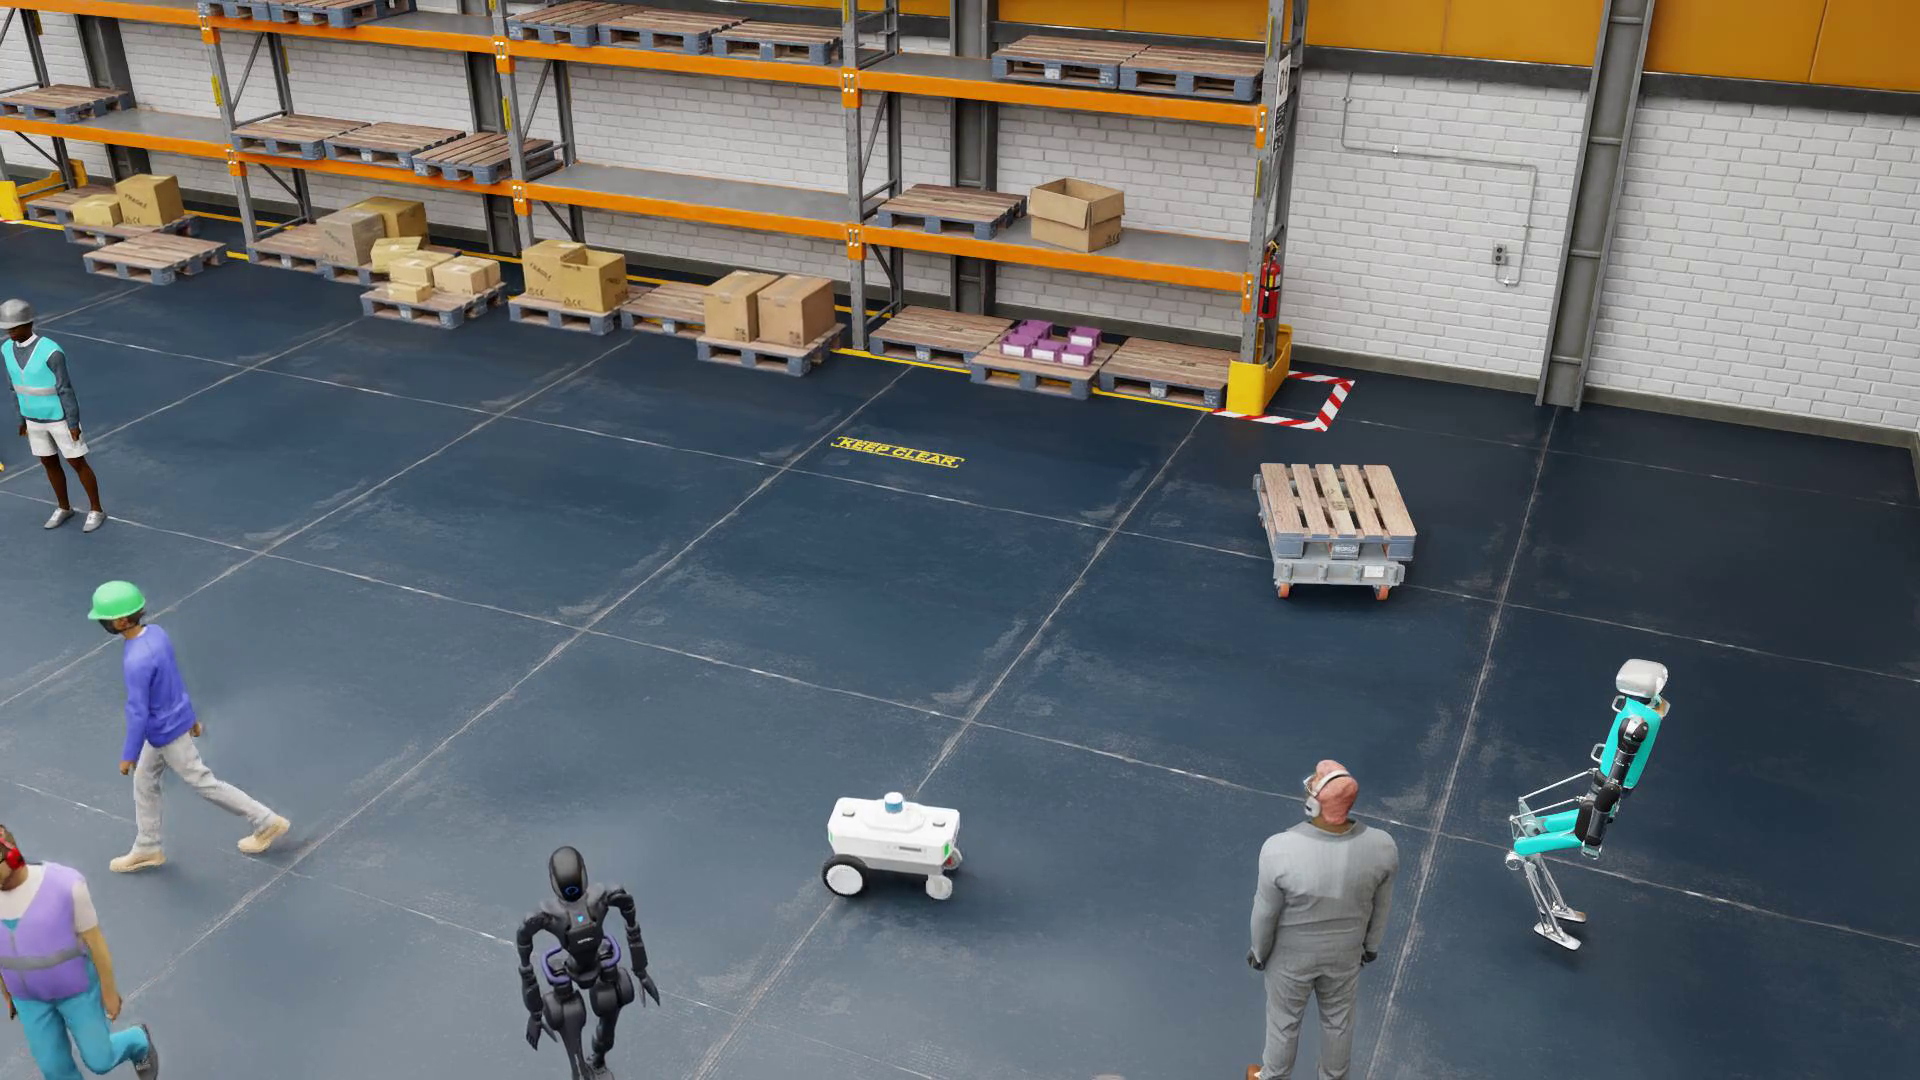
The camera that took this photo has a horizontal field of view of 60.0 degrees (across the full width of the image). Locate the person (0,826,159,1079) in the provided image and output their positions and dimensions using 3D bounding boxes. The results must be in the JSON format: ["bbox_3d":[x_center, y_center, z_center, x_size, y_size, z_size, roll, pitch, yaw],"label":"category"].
[{"bbox_3d":[-4.026,1.964,7.428,0.585,1.816,0.594,-1,27,-3],"label":"person"}]

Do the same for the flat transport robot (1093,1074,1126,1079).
[{"bbox_3d":[0.978,2.922,7.266,0.659,0.231,1.431,-2,27,-4],"label":"flat transport robot"}]

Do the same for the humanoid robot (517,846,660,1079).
[{"bbox_3d":[-1.666,2.030,7.507,0.616,1.627,0.802,-14,30,-25],"label":"humanoid robot"}]

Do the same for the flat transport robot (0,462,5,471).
[{"bbox_3d":[-8.888,-0.800,14.483,0.659,0.231,1.431,-22,35,-36],"label":"flat transport robot"}]

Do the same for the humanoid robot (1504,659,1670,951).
[{"bbox_3d":[3.162,1.320,8.625,0.735,1.677,0.533,15,31,27],"label":"humanoid robot"}]

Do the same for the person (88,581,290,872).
[{"bbox_3d":[-4.371,1.029,9.256,0.968,1.825,0.467,-9,29,-17],"label":"person"}]

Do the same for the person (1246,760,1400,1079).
[{"bbox_3d":[1.621,1.823,7.607,0.641,1.913,0.411,-3,27,-6],"label":"person"}]

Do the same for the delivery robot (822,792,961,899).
[{"bbox_3d":[-0.373,1.676,9.336,0.738,0.563,0.499,5,28,9],"label":"delivery robot"}]

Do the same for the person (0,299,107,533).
[{"bbox_3d":[-7.130,-0.979,13.024,0.554,1.931,0.454,5,28,9],"label":"person"}]
